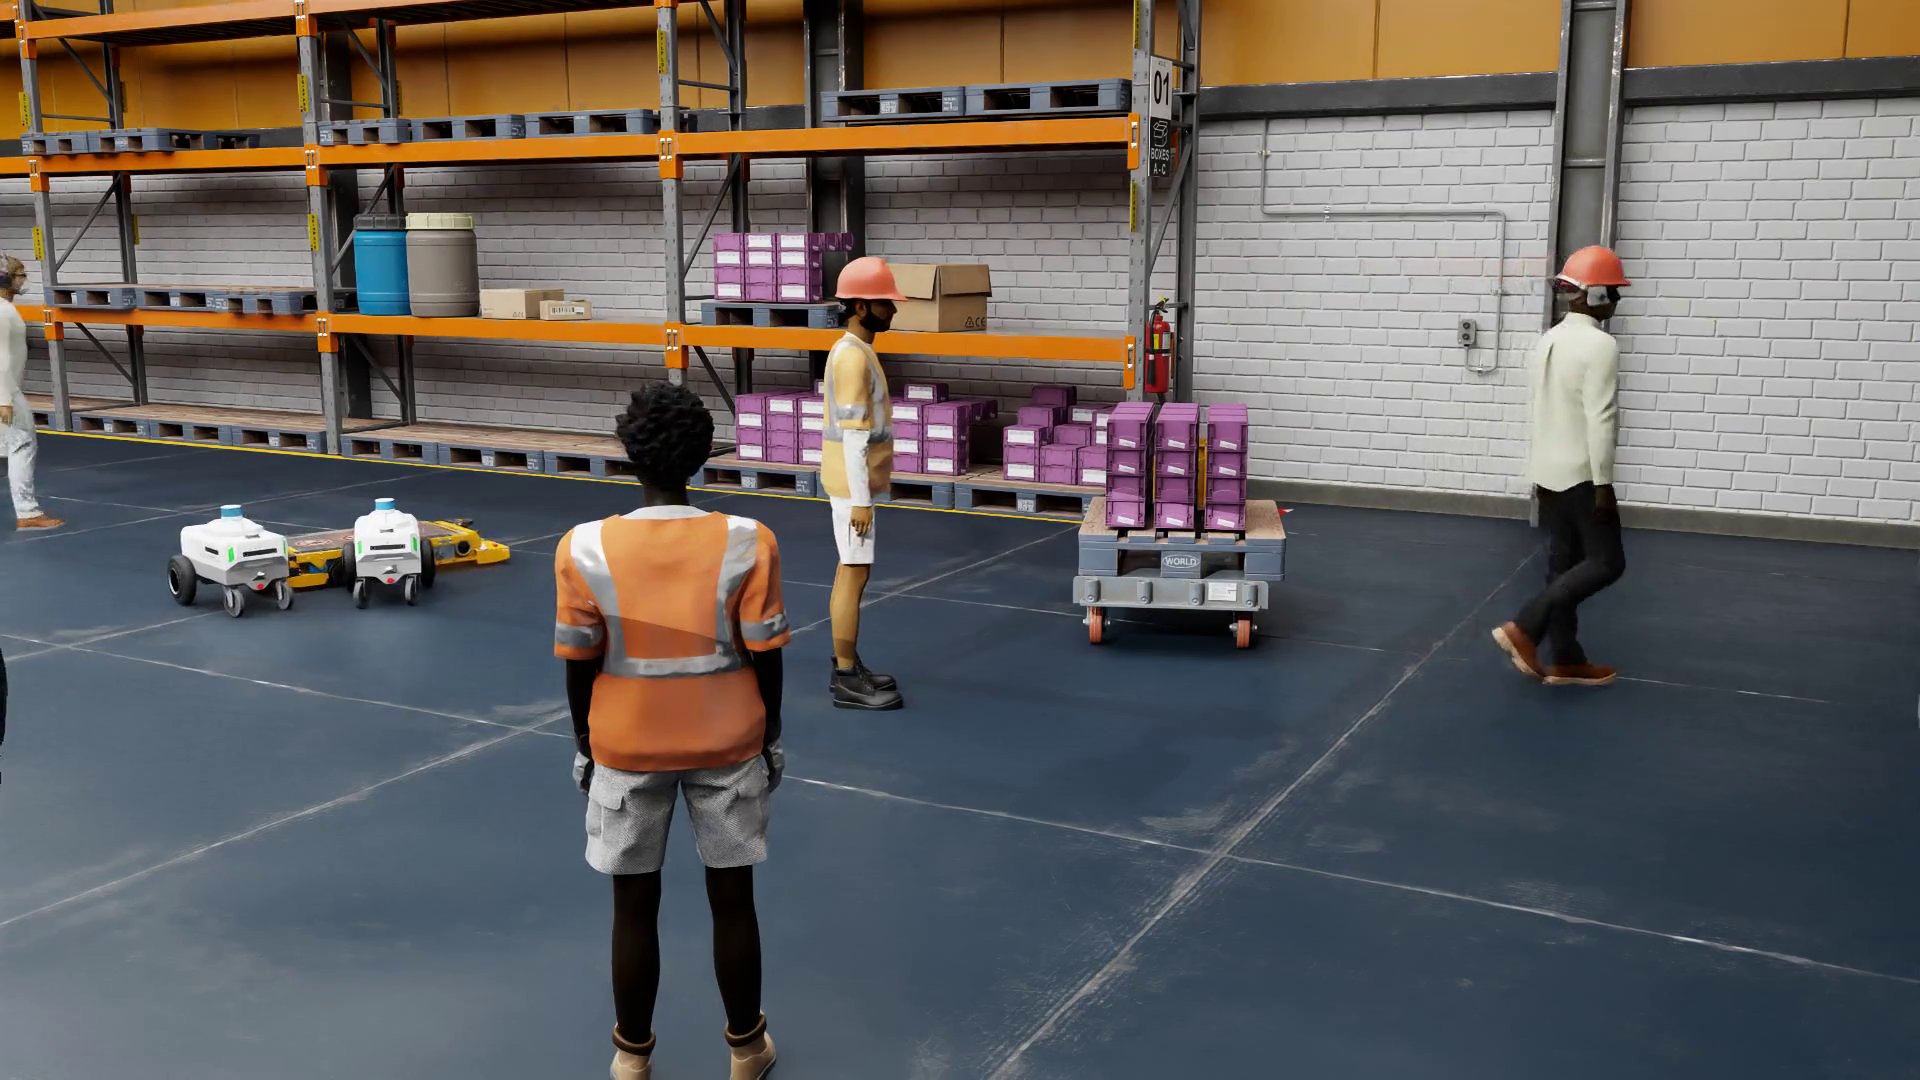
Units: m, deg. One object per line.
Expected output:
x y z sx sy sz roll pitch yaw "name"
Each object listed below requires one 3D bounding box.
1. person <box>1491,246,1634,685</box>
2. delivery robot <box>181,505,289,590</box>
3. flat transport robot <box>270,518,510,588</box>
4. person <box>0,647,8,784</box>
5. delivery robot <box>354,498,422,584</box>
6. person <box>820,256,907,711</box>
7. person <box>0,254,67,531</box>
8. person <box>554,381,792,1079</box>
2.695 -0.300 7.367 0.539 1.982 0.634 -1 10 -6 "person"
-3.977 0.051 9.112 0.707 0.478 0.477 10 14 44 "delivery robot"
-3.538 0.064 10.073 1.431 0.197 0.652 -9 13 -39 "flat transport robot"
-2.420 0.484 3.614 0.635 1.785 0.970 -5 11 -25 "person"
-3.217 0.009 9.341 0.477 0.478 0.707 -4 11 -19 "delivery robot"
-0.413 -0.243 7.189 0.379 1.938 0.547 -1 10 -4 "person"
-6.659 -0.993 11.384 0.741 1.917 0.633 -5 12 -27 "person"
-0.656 0.482 3.868 0.535 1.700 0.318 -1 10 -8 "person"
